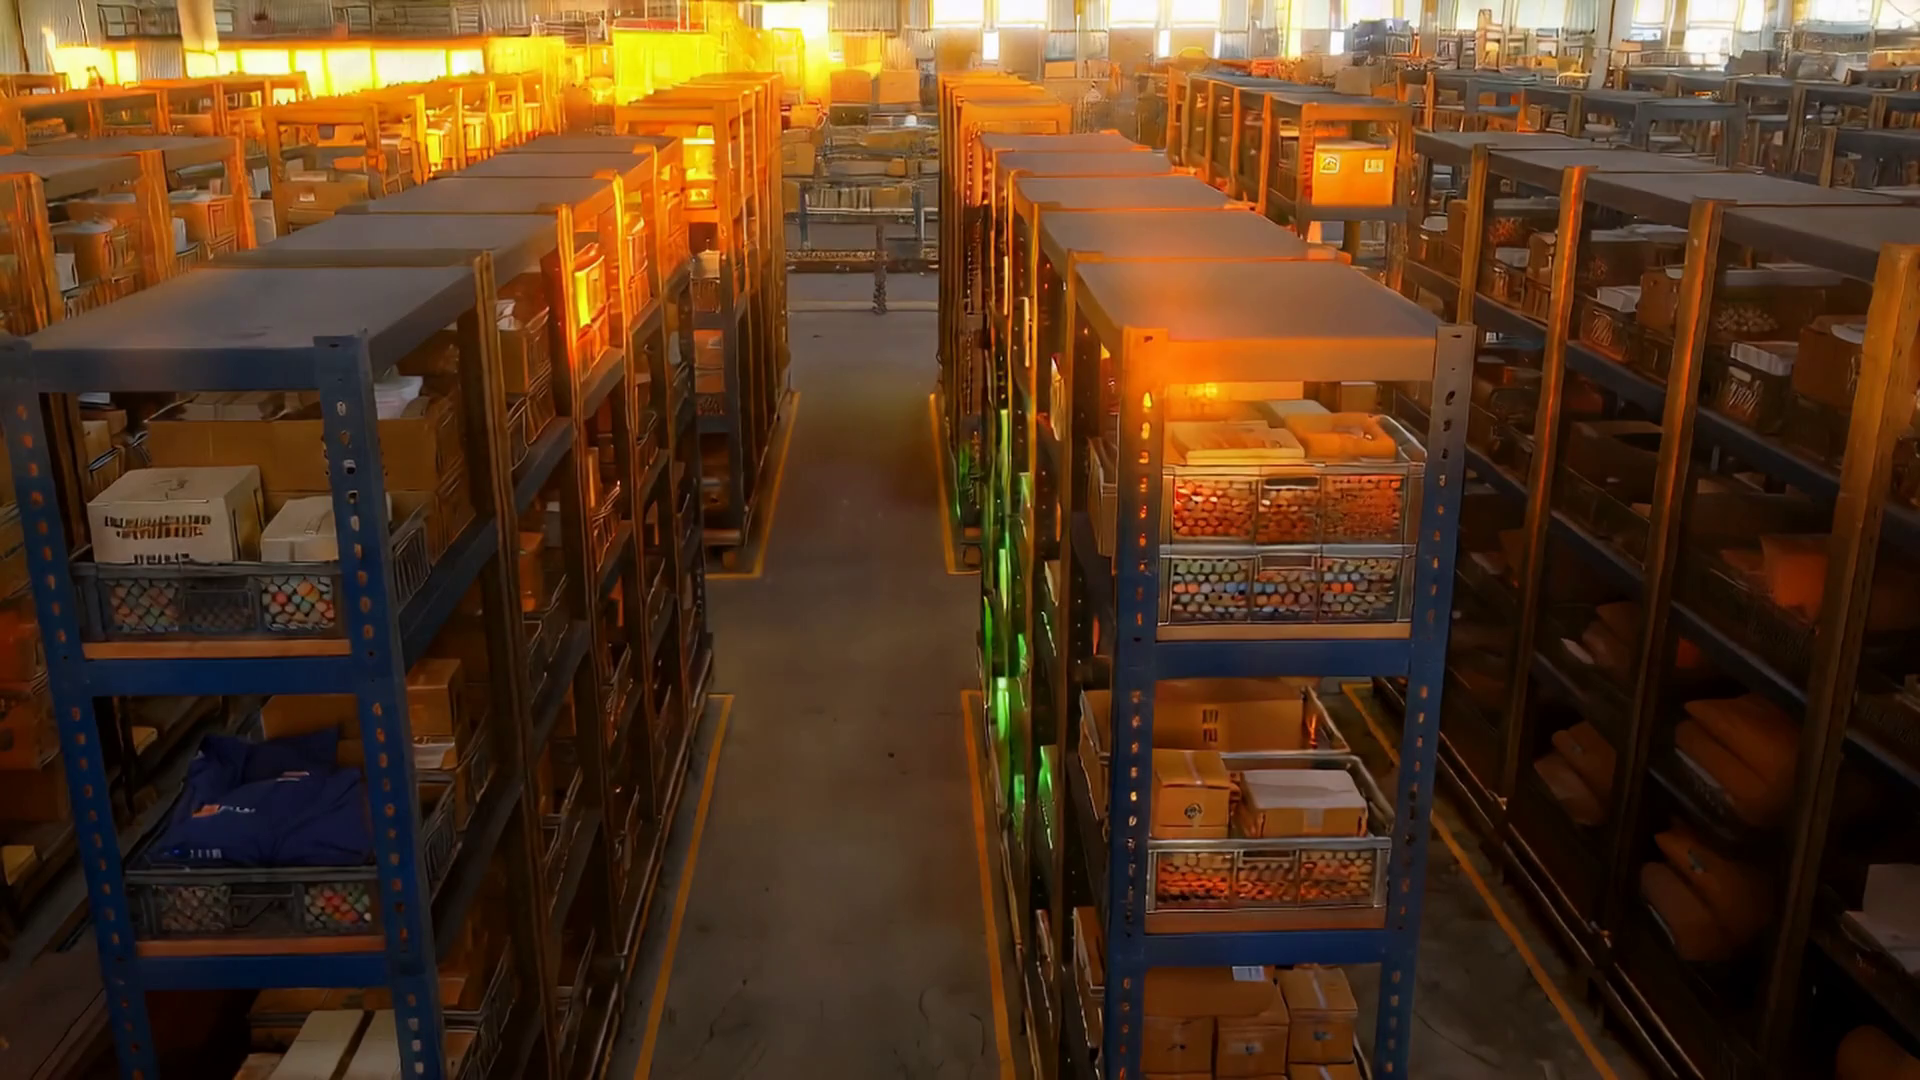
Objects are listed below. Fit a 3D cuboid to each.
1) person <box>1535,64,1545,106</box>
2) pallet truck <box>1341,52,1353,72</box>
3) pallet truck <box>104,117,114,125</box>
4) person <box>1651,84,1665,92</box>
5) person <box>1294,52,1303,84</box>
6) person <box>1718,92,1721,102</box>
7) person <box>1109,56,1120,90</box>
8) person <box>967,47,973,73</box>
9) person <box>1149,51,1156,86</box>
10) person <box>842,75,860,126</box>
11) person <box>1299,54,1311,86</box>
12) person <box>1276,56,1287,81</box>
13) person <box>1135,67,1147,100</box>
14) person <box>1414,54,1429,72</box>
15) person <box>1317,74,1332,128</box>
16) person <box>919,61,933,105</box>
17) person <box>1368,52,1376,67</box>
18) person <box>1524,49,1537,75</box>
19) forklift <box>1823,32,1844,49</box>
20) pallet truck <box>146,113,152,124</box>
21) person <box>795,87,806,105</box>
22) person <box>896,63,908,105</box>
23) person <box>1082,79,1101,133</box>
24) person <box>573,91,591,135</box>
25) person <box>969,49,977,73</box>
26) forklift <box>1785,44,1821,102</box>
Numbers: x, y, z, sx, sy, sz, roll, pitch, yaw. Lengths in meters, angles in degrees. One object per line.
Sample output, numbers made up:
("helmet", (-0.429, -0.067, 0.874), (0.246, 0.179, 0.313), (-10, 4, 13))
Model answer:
("person", (24.108, -18.864, 69.278), (0.535, 1.860, 0.331), (-9, 20, -25))
("pallet truck", (18.794, -23.123, 82.231), (0.823, 1.965, 1.885), (-13, 22, -35))
("pallet truck", (-18.367, -7.885, 35.078), (1.885, 1.965, 0.823), (1, 18, 2))
("person", (27.103, -17.390, 64.539), (0.600, 1.967, 0.369), (6, 19, 17))
("person", (17.070, -23.576, 83.761), (0.583, 1.921, 0.390), (-10, 20, -28))
("person", (26.525, -15.089, 57.537), (0.638, 1.898, 0.933), (11, 21, 30))
("person", (7.306, -21.903, 78.661), (0.573, 1.877, 0.354), (-6, 19, -18))
("person", (0.515, -26.823, 93.851), (0.653, 1.903, 0.606), (4, 18, 11))
("person", (10.278, -25.175, 88.796), (0.329, 1.865, 0.514), (0, 18, -1))
("person", (-3.939, -15.905, 60.238), (0.922, 1.794, 0.610), (2, 18, 5))
("person", (17.122, -23.112, 82.374), (0.979, 1.897, 0.627), (-15, 23, -38))
("person", (15.482, -22.460, 80.435), (0.922, 1.851, 0.570), (-9, 20, -27))
("person", (7.052, -17.519, 65.077), (0.561, 1.877, 1.053), (-7, 19, -21))
("person", (21.432, -21.561, 77.329), (0.674, 2.000, 0.537), (7, 19, 21))
("person", (12.412, -15.031, 57.255), (1.089, 1.960, 0.600), (-4, 18, -13))
("person", (-1.472, -19.608, 71.512), (0.737, 1.902, 0.601), (-15, 23, -38))
("person", (20.857, -23.646, 84.013), (1.011, 1.889, 0.645), (1, 18, 4))
("person", (30.793, -25.518, 89.820), (0.639, 1.886, 0.728), (11, 21, 31))
("forklift", (45.186, -24.889, 86.282), (1.873, 2.768, 1.129), (-6, 19, -19))
("pallet truck", (-18.087, -8.309, 36.390), (1.885, 1.965, 0.823), (-1, 18, -4))
("person", (-5.149, -13.625, 53.016), (0.975, 1.887, 0.550), (0, 18, 0))
("person", (-2.357, -18.515, 68.083), (0.542, 1.930, 0.374), (-10, 20, -28))
("person", (4.225, -13.681, 53.045), (0.646, 1.972, 0.459), (9, 20, 27))
("person", (-12.676, -14.433, 55.780), (0.753, 1.718, 0.485), (-2, 18, -6))
("person", (0.672, -26.524, 93.048), (0.815, 1.820, 0.623), (3, 18, 9))
("forklift", (31.278, -16.985, 61.824), (1.129, 2.768, 1.873), (-1, 18, -2))
